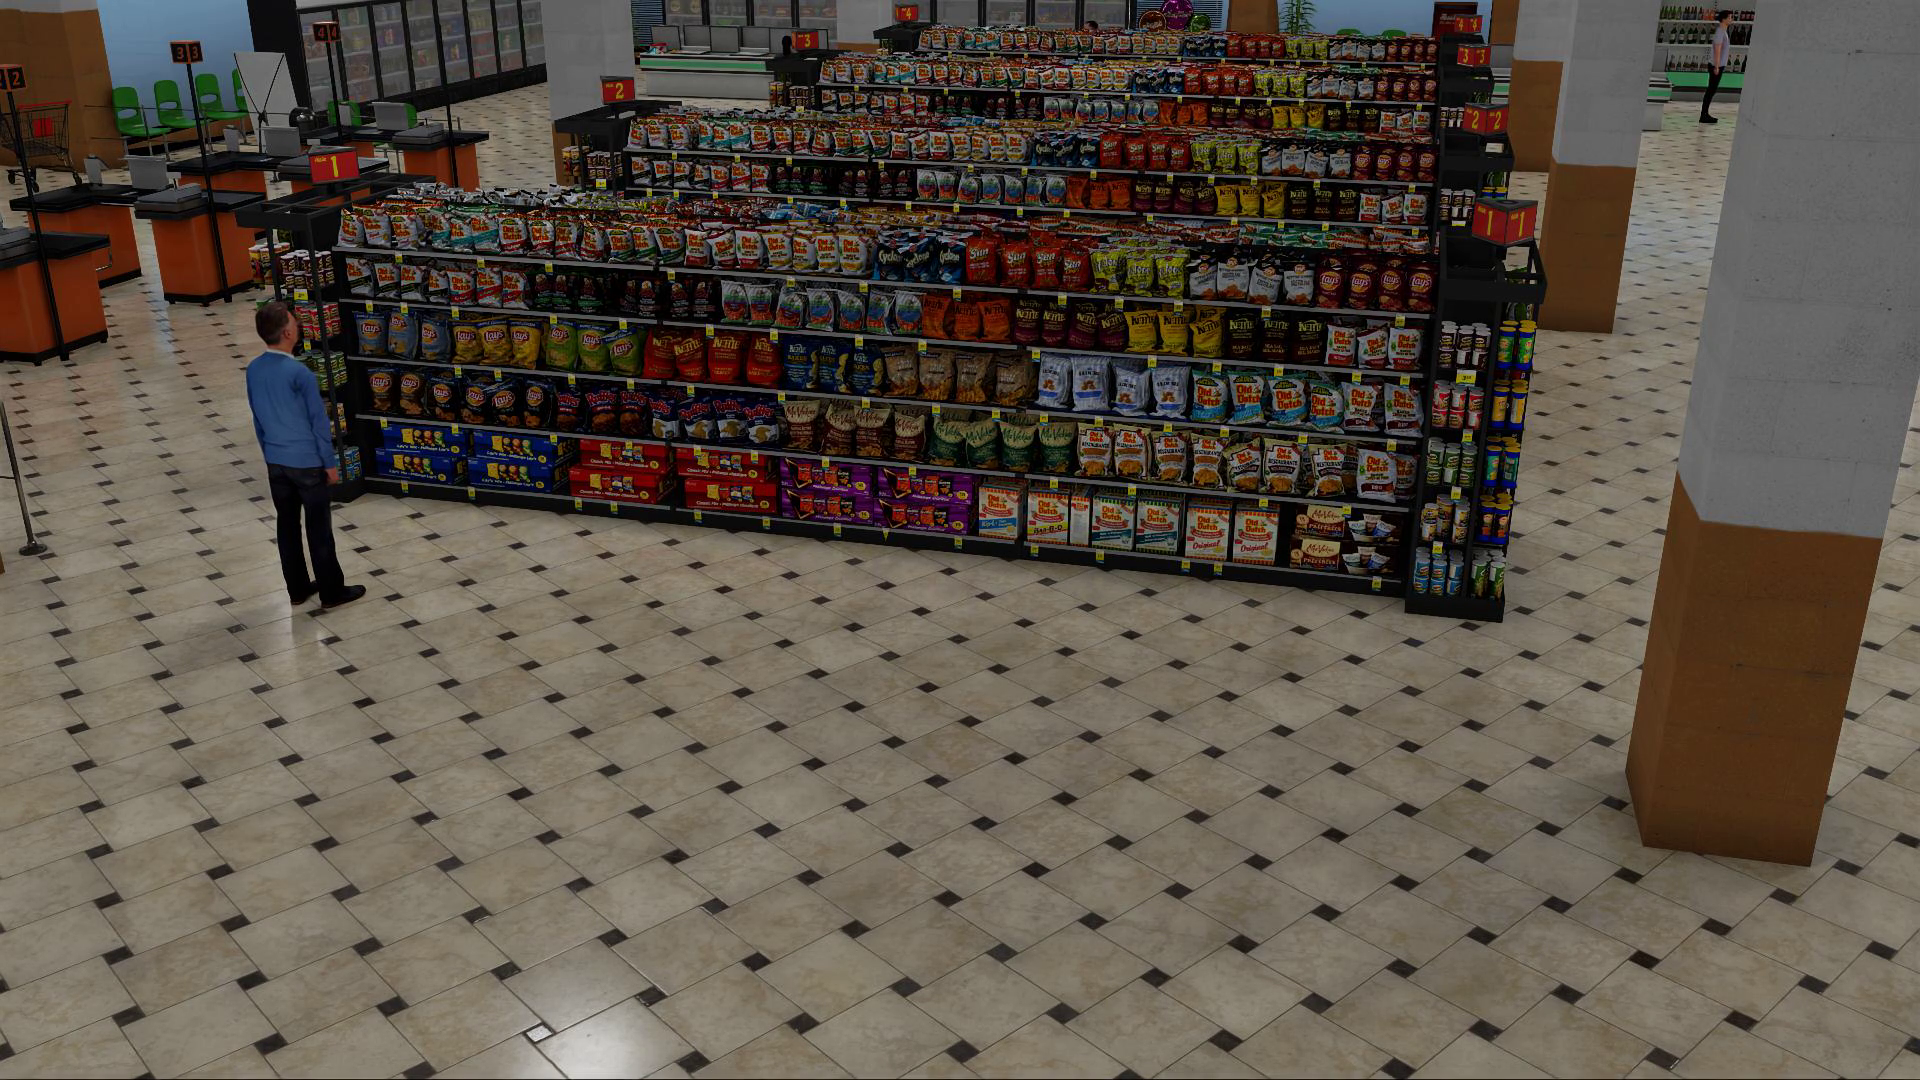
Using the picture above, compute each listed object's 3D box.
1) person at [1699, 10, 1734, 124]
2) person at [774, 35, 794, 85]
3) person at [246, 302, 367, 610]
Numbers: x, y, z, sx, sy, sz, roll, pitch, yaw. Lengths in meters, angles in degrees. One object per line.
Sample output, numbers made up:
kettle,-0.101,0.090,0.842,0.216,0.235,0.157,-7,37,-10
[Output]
person,13.064,-8.184,28.737,0.592,1.862,0.708,10,24,23
person,-2.707,-7.130,26.361,0.635,1.679,0.752,-1,22,-3
person,-3.846,-0.486,9.637,0.536,1.820,0.736,8,23,20
